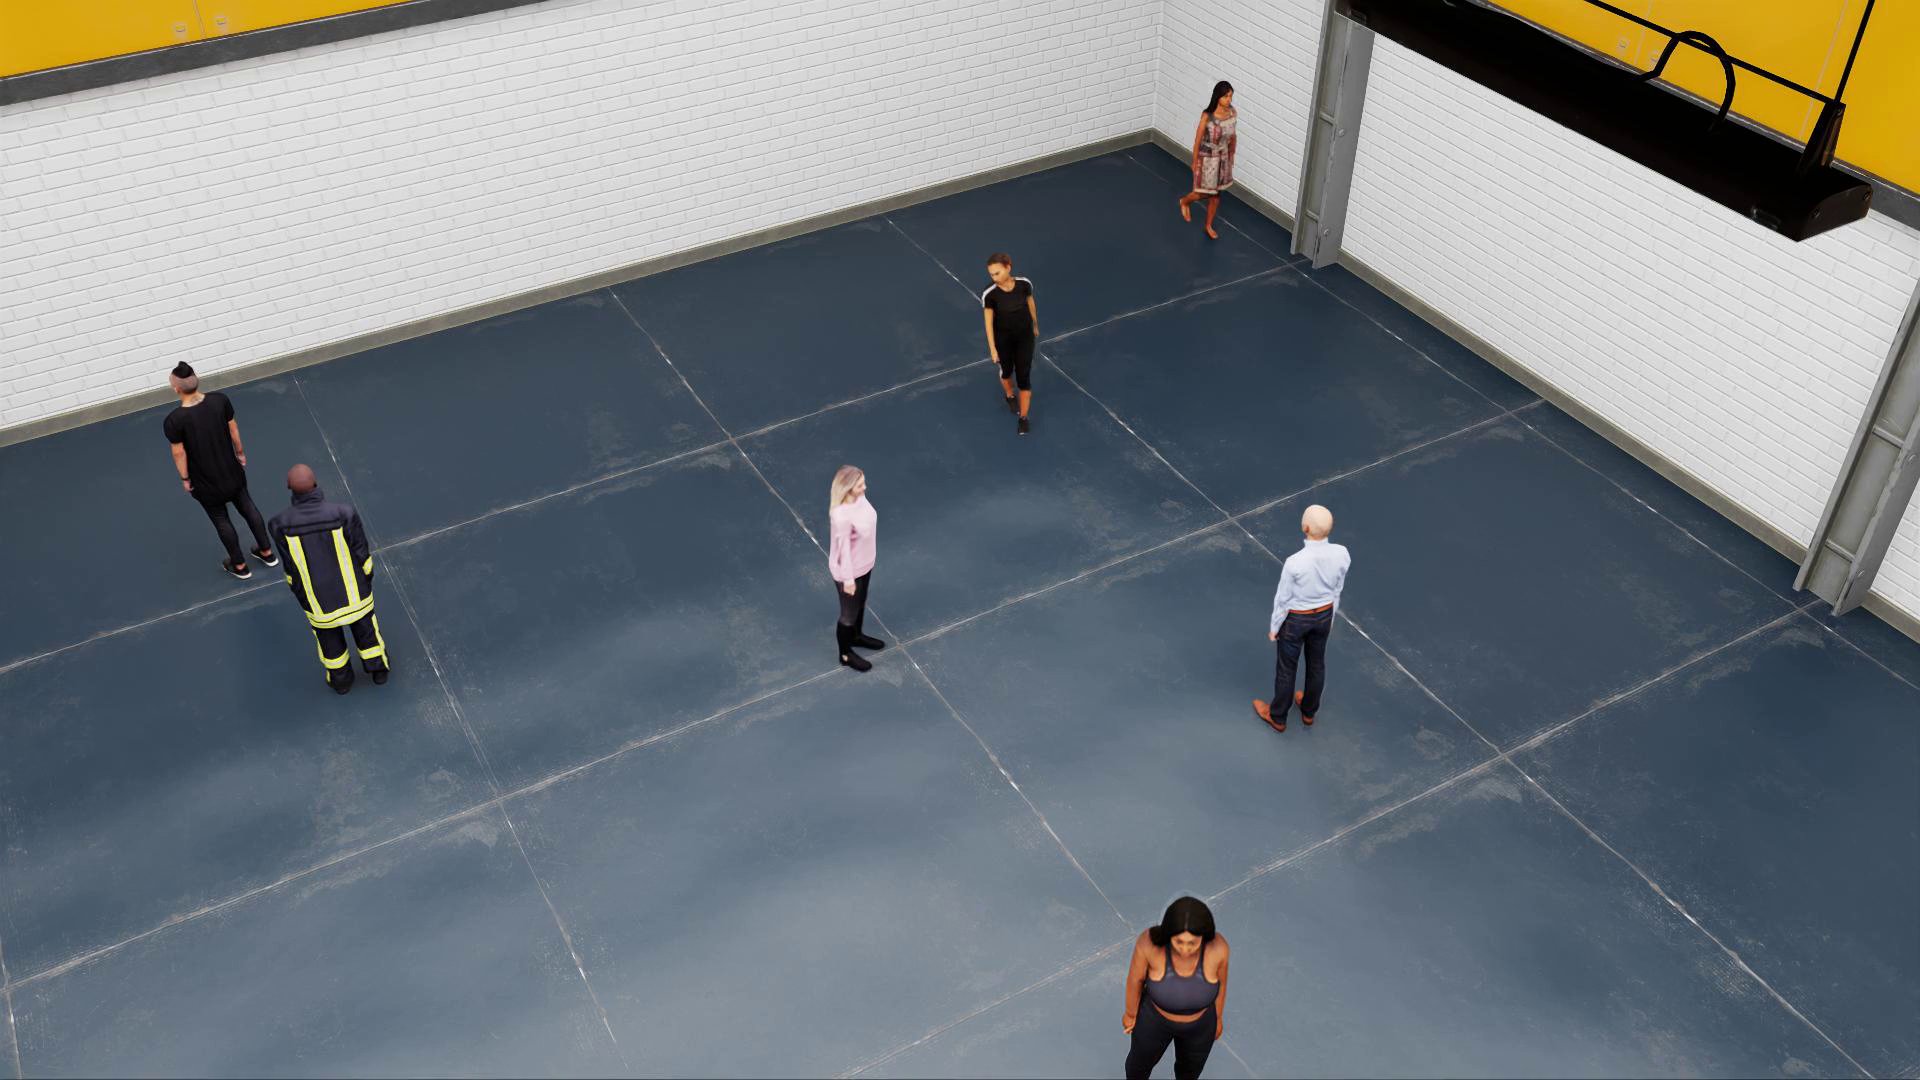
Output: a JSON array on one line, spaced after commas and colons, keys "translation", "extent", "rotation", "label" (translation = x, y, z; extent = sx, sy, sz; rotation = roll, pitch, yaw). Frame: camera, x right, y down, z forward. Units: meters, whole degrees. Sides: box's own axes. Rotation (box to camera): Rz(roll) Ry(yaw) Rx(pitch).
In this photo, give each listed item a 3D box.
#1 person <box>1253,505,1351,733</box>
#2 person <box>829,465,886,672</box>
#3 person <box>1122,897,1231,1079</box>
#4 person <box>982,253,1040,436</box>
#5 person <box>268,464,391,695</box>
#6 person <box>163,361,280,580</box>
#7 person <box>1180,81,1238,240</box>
[{"translation": [2.276, 0.527, 10.944], "extent": [0.687, 1.790, 0.639], "rotation": [-10, 40, -12], "label": "person"}, {"translation": [-0.758, 0.169, 11.475], "extent": [0.743, 1.686, 0.685], "rotation": [10, 40, 13], "label": "person"}, {"translation": [1.105, 2.436, 8.533], "extent": [0.784, 1.815, 0.796], "rotation": [0, 39, 1], "label": "person"}, {"translation": [0.442, -1.726, 13.898], "extent": [0.866, 1.624, 0.998], "rotation": [-10, 40, -12], "label": "person"}, {"translation": [-4.261, 0.254, 11.261], "extent": [0.785, 1.820, 0.737], "rotation": [-12, 40, -14], "label": "person"}, {"translation": [-5.468, -0.533, 12.215], "extent": [0.712, 1.860, 0.750], "rotation": [27, 46, 30], "label": "person"}, {"translation": [2.467, -3.801, 16.487], "extent": [0.633, 1.636, 0.776], "rotation": [-20, 43, -23], "label": "person"}]
